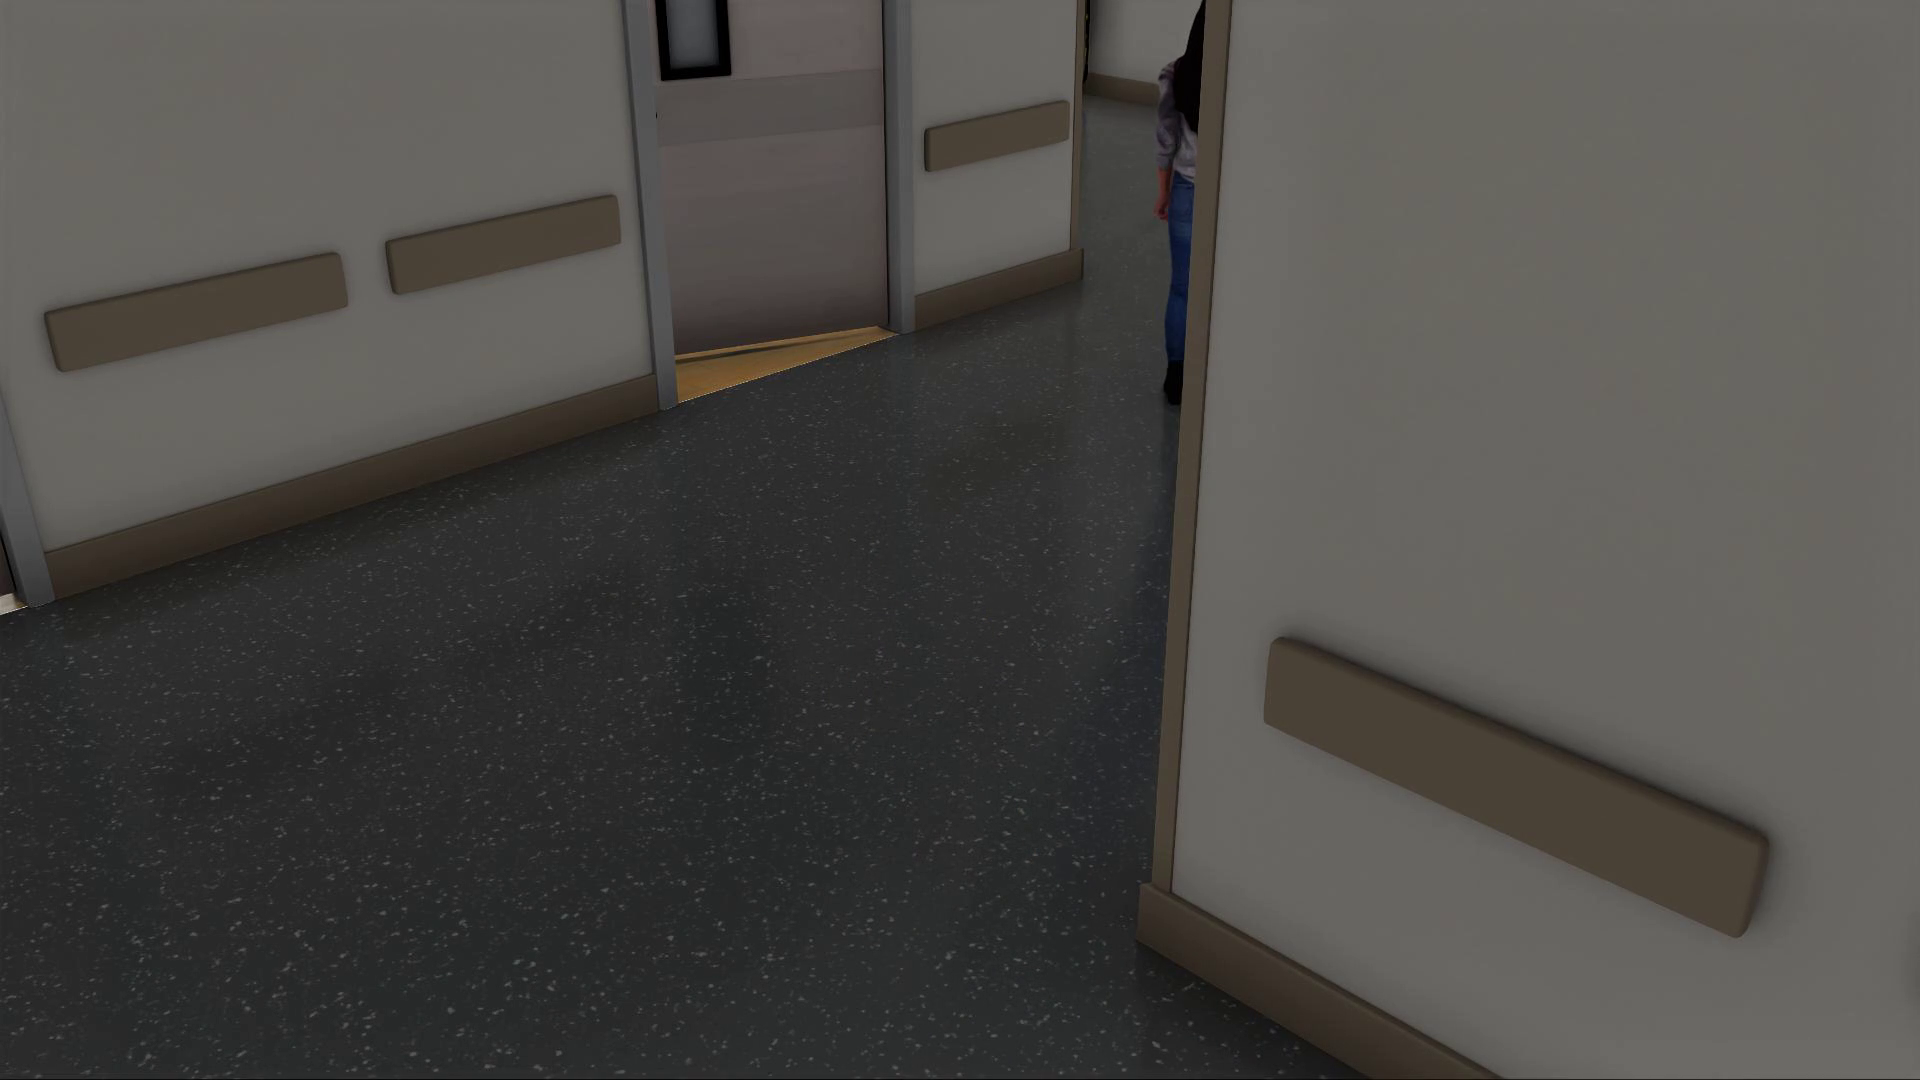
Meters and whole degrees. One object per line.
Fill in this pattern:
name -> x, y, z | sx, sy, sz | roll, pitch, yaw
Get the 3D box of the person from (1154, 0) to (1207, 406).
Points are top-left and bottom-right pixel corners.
person -> 0.979, -1.320, 6.482 | 0.678, 1.633, 0.676 | 7, 27, 14
